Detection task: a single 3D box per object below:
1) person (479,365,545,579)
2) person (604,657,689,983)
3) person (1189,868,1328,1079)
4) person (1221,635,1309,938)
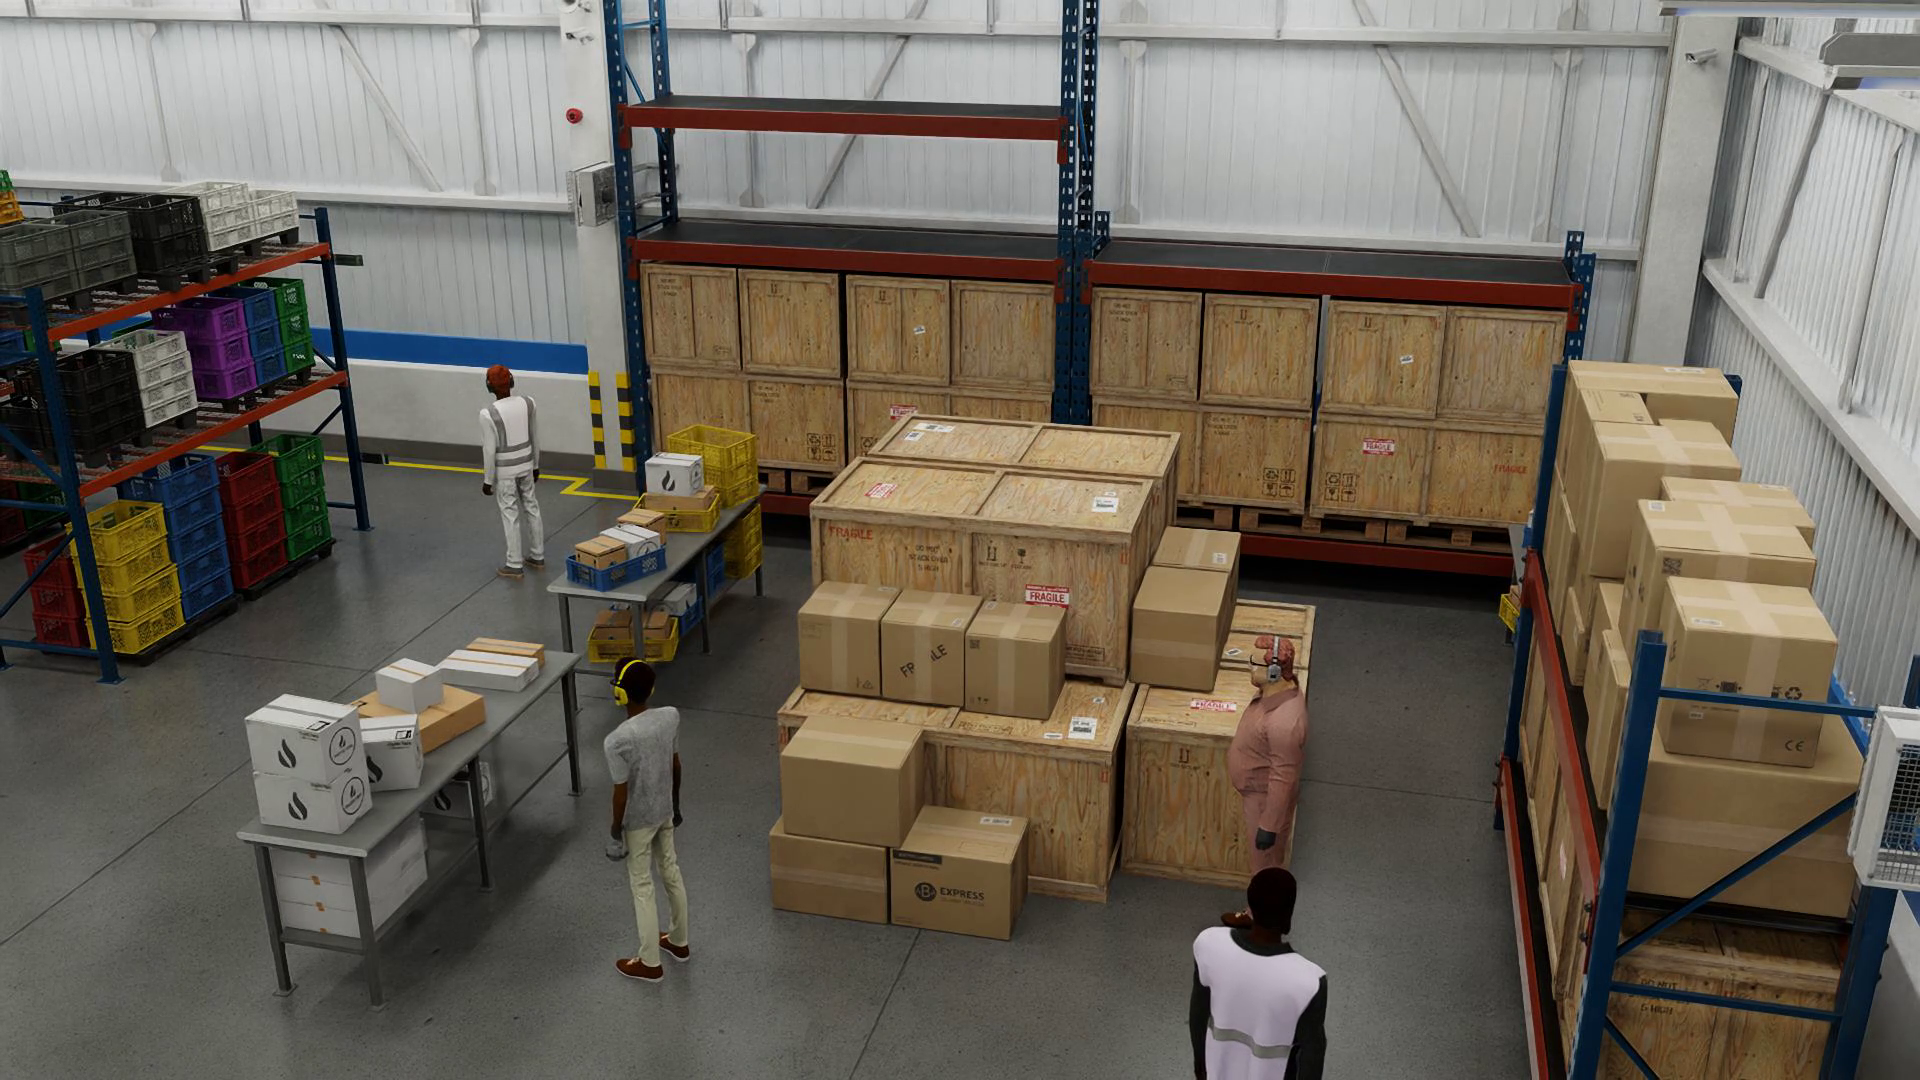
[{"bbox_3d":[-3.858,-0.594,14.316,0.354,1.887,0.573,16,26,36],"label":"person"},{"bbox_3d":[-1.688,1.485,8.899,0.328,1.872,0.509,14,25,33],"label":"person"},{"bbox_3d":[1.215,2.223,6.903,0.590,1.919,0.391,15,25,34],"label":"person"},{"bbox_3d":[1.649,1.402,9.064,0.409,1.906,0.651,2,21,5],"label":"person"}]
